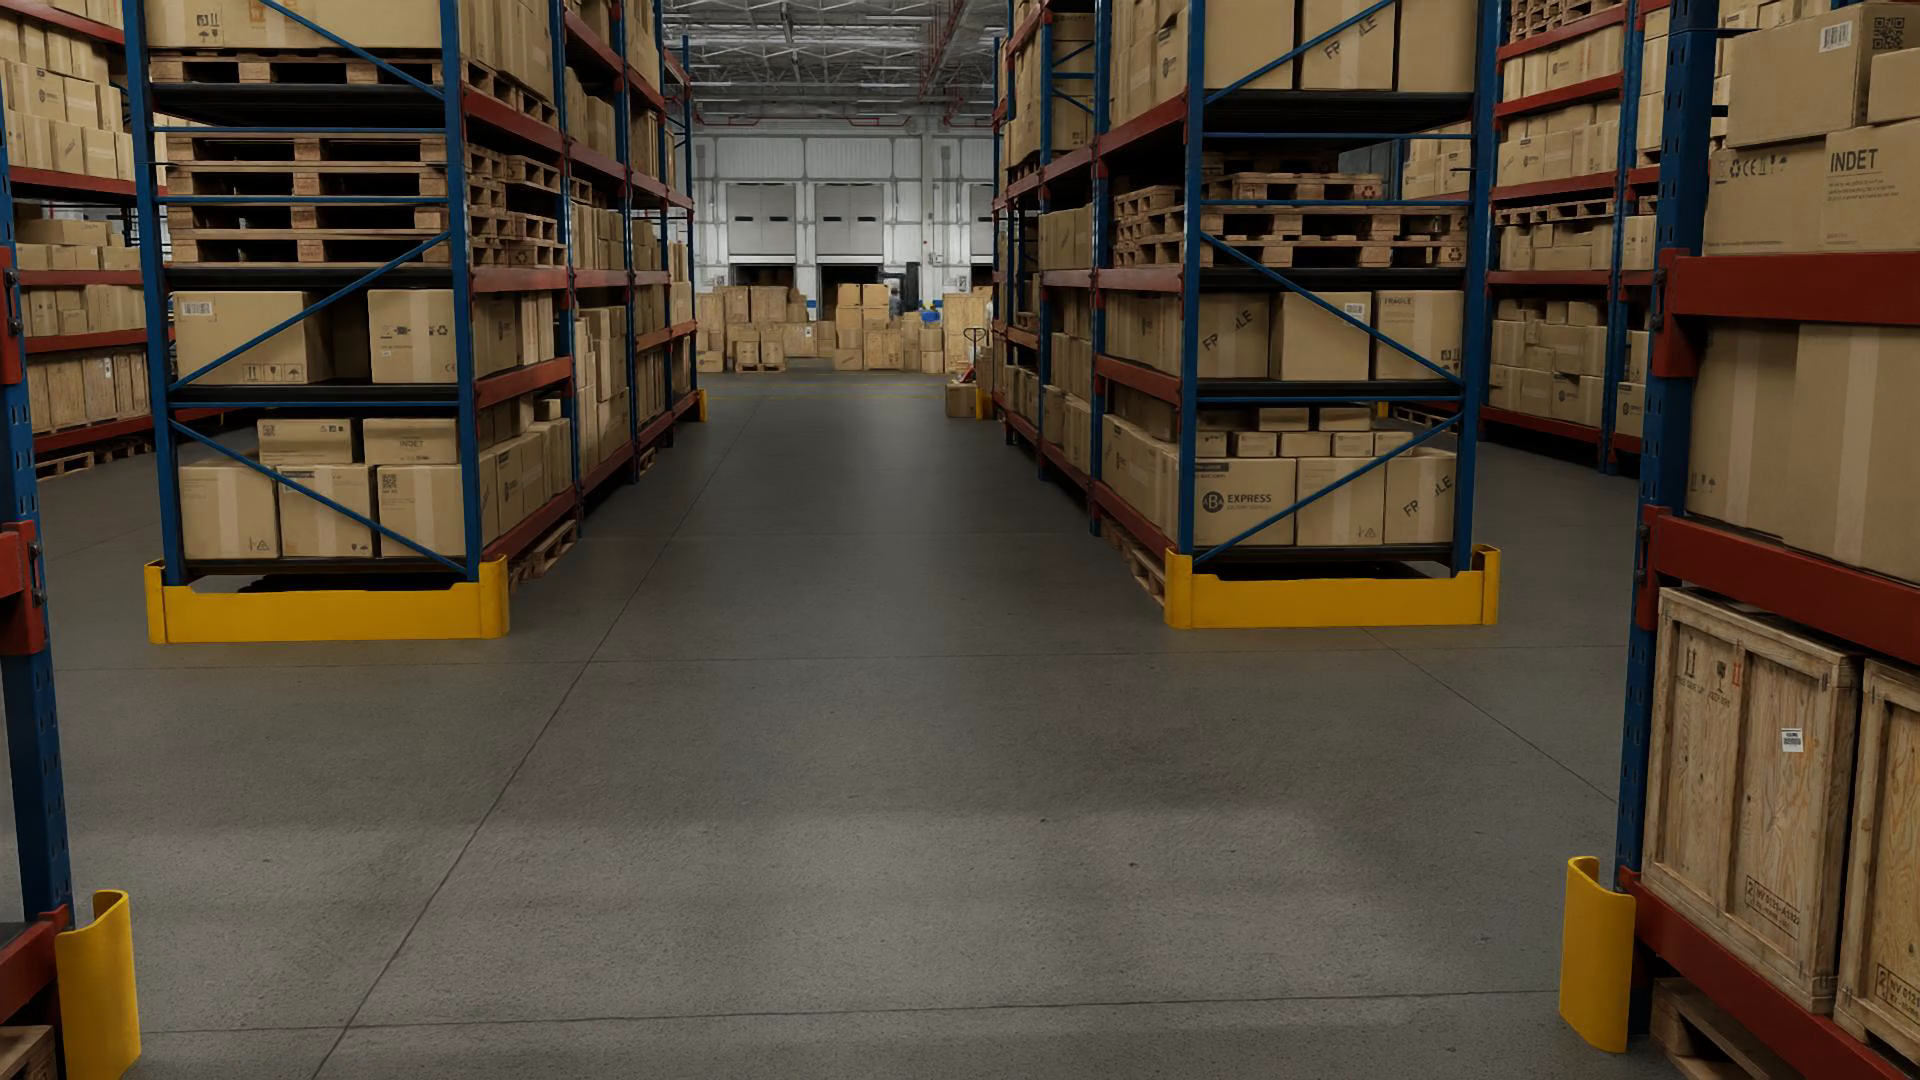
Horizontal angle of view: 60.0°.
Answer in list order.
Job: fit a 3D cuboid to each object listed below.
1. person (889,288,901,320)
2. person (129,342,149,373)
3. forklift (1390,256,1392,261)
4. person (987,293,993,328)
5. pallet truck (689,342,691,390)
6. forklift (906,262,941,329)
[{"bbox_3d":[-2.309,-7.828,57.981,0.636,1.929,0.385,3,10,20],"label":"person"},{"bbox_3d":[-13.661,-3.087,27.995,0.612,1.993,0.390,-1,9,-8],"label":"person"},{"bbox_3d":[10.440,-5.427,39.904,1.129,2.768,1.873,-1,9,-4],"label":"forklift"},{"bbox_3d":[0.930,-5.553,43.699,0.624,1.930,0.380,0,9,-3],"label":"person"},{"bbox_3d":[-5.225,-3.008,27.480,1.885,1.965,0.823,2,9,14],"label":"pallet truck"},{"bbox_3d":[-1.636,-8.344,58.222,1.873,2.768,1.129,1,9,8],"label":"forklift"}]
